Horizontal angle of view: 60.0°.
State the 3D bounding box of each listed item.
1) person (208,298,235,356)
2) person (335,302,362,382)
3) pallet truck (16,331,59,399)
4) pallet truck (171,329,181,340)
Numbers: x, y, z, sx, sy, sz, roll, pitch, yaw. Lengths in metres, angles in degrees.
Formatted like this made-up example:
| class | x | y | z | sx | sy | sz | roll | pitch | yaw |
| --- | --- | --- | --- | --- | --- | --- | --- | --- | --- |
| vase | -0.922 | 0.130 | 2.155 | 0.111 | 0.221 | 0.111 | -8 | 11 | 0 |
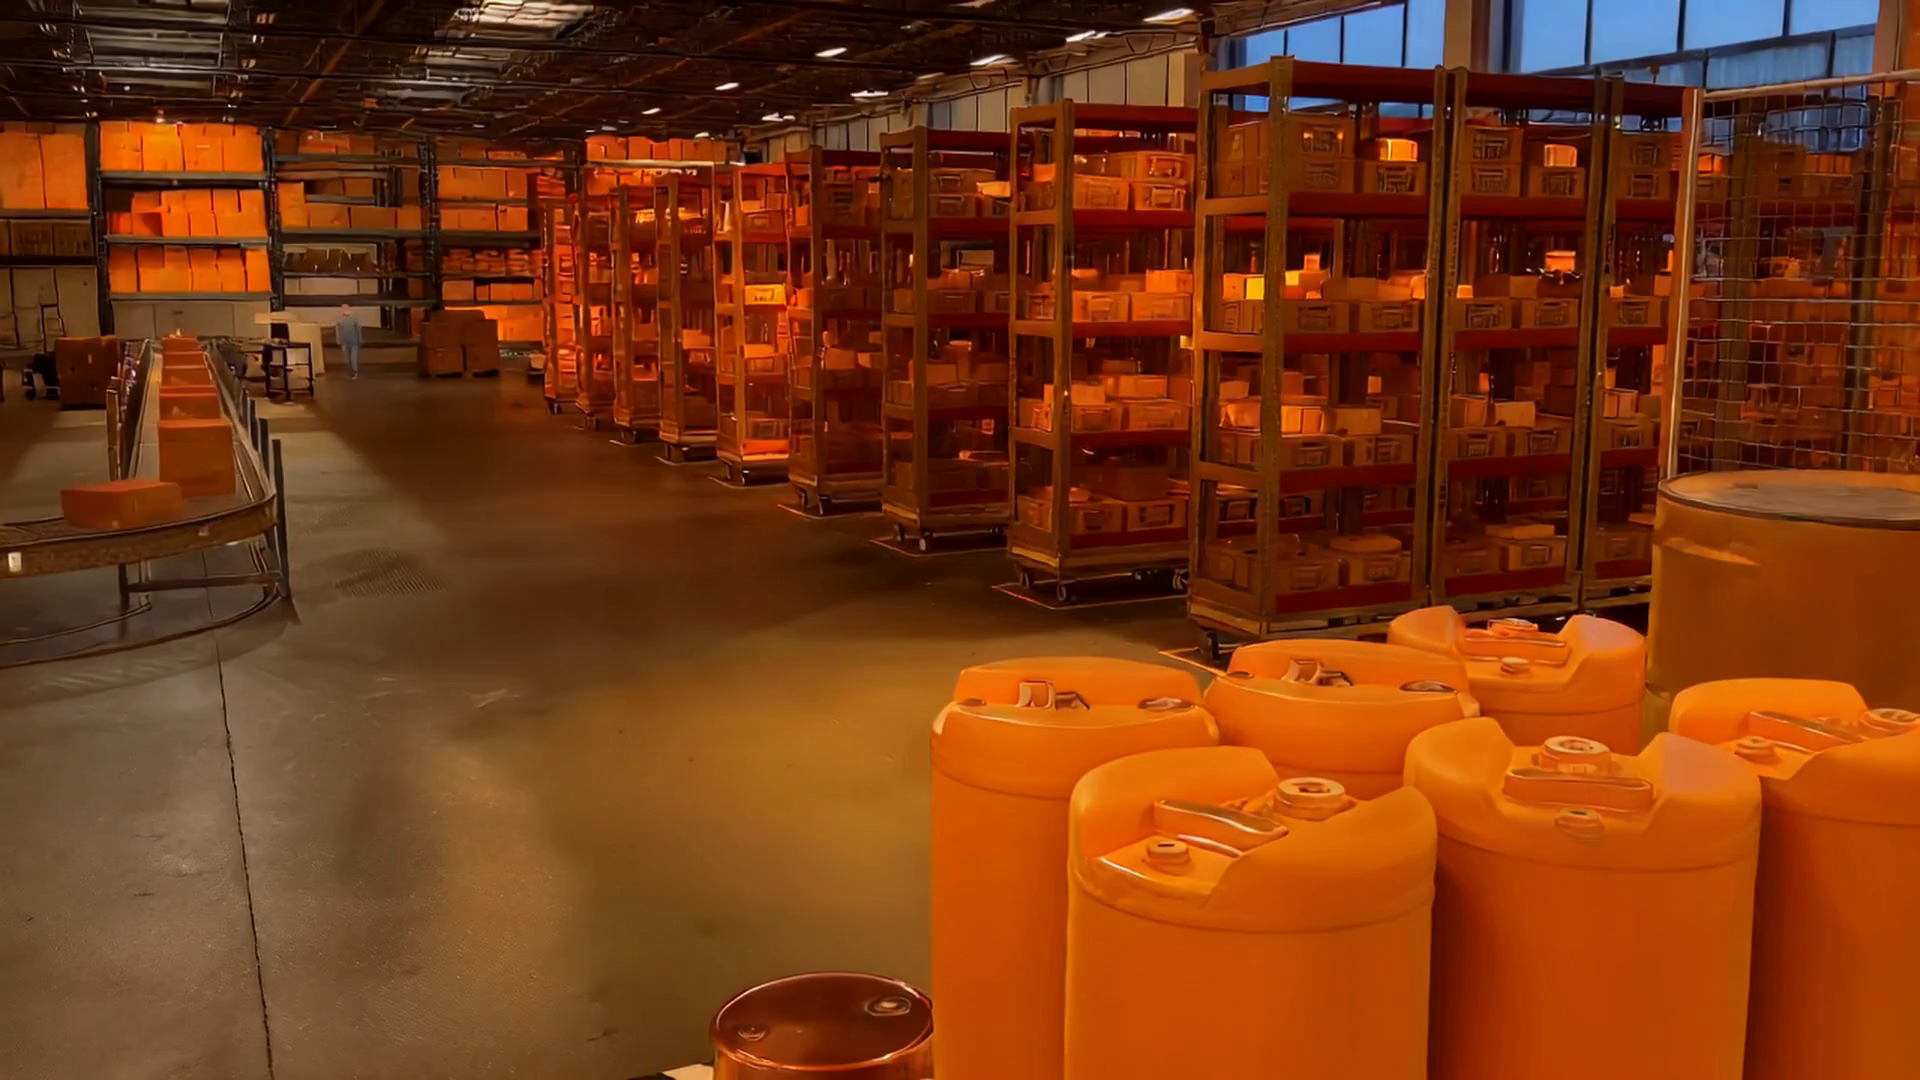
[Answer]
| class | x | y | z | sx | sy | sz | roll | pitch | yaw |
| --- | --- | --- | --- | --- | --- | --- | --- | --- | --- |
| person | -21.284 | -6.151 | 47.770 | 0.713 | 1.746 | 0.528 | -6 | 11 | -33 |
| person | -13.375 | -4.317 | 36.372 | 0.554 | 1.733 | 0.792 | -3 | 10 | -18 |
| pallet truck | -17.082 | -3.353 | 31.781 | 1.630 | 1.274 | 0.653 | -4 | 10 | -25 |
| pallet truck | -17.275 | -3.851 | 35.096 | 1.601 | 1.201 | 0.680 | 0 | 9 | 1 |
